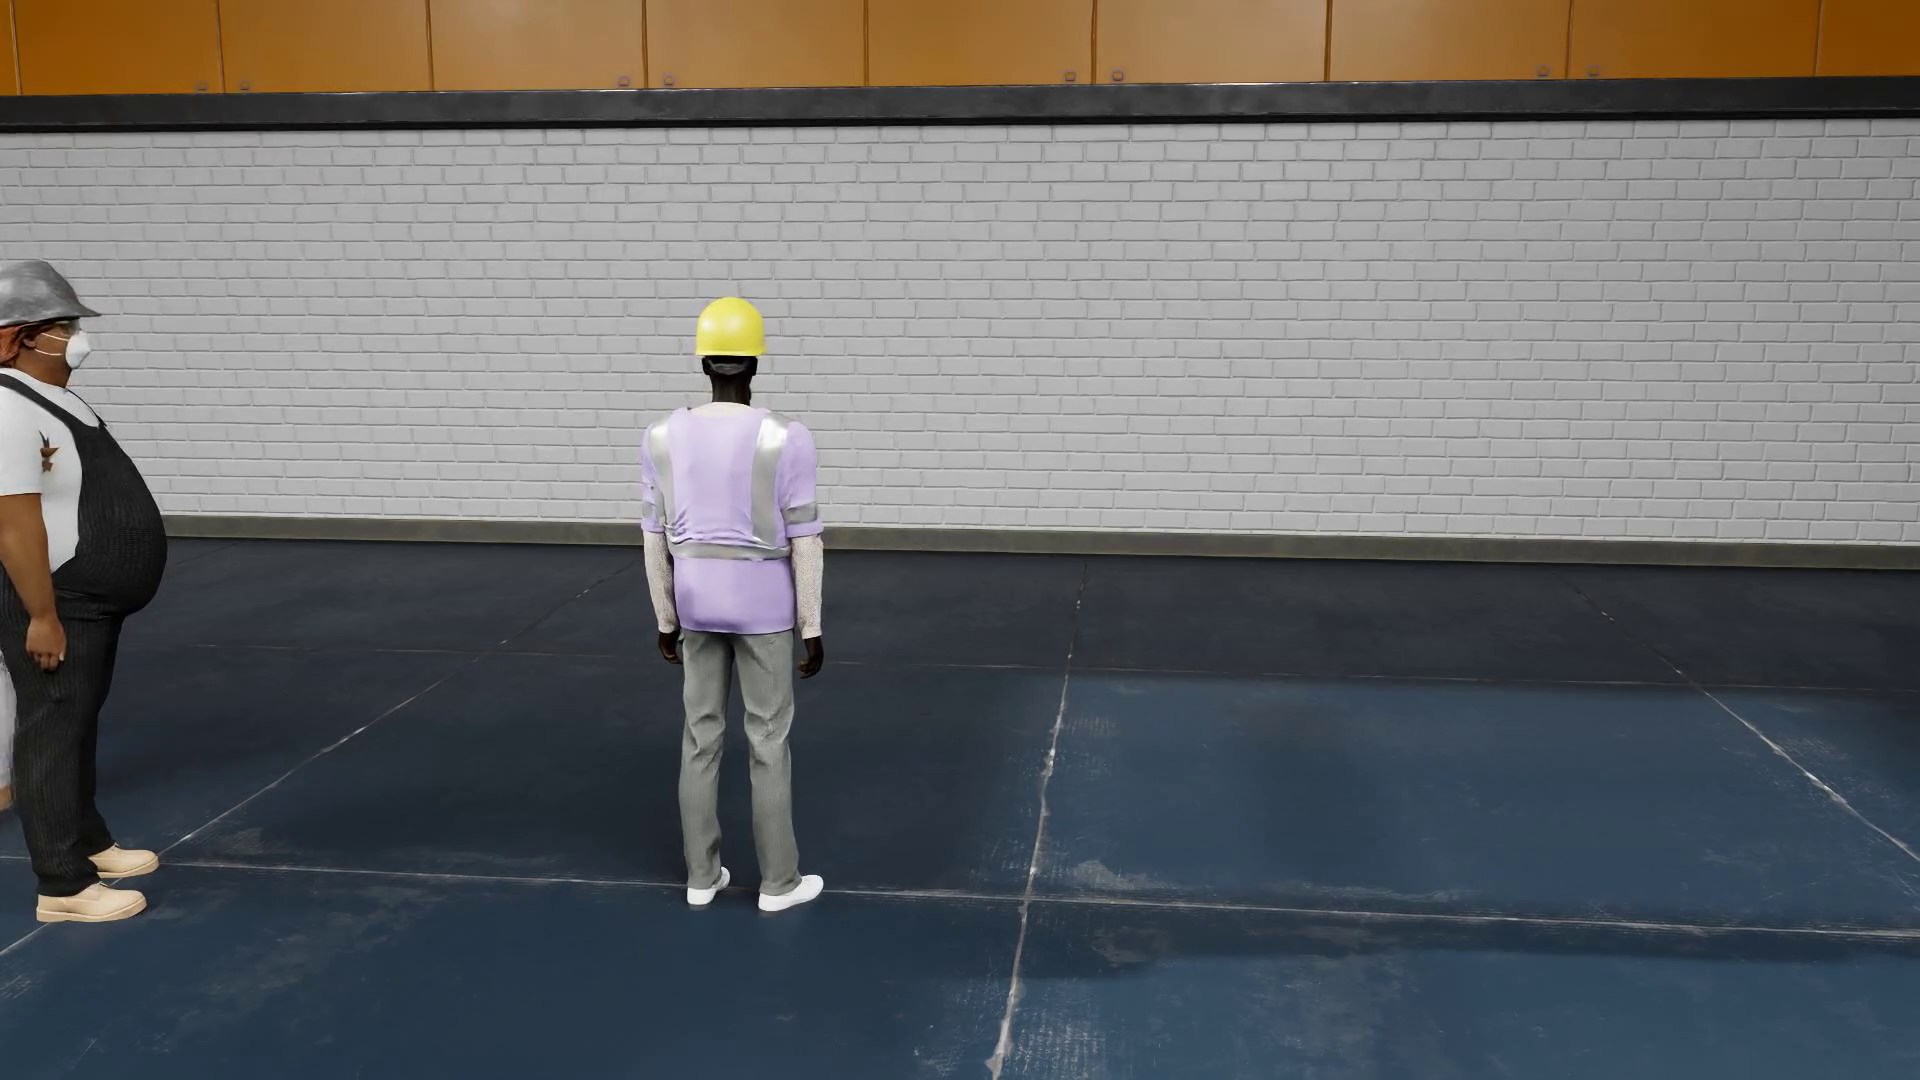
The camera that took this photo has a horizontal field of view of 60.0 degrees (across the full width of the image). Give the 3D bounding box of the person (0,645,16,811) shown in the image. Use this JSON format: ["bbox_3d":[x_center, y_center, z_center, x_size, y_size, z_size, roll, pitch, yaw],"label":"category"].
[{"bbox_3d":[-3.661,0.151,5.985,0.431,1.799,0.698,4,11,20],"label":"person"}]

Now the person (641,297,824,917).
[{"bbox_3d":[-0.694,0.218,5.180,0.589,1.930,0.356,3,10,16],"label":"person"}]

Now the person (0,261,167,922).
[{"bbox_3d":[-2.781,0.154,5.230,0.538,2.000,0.683,-3,10,-18],"label":"person"}]
